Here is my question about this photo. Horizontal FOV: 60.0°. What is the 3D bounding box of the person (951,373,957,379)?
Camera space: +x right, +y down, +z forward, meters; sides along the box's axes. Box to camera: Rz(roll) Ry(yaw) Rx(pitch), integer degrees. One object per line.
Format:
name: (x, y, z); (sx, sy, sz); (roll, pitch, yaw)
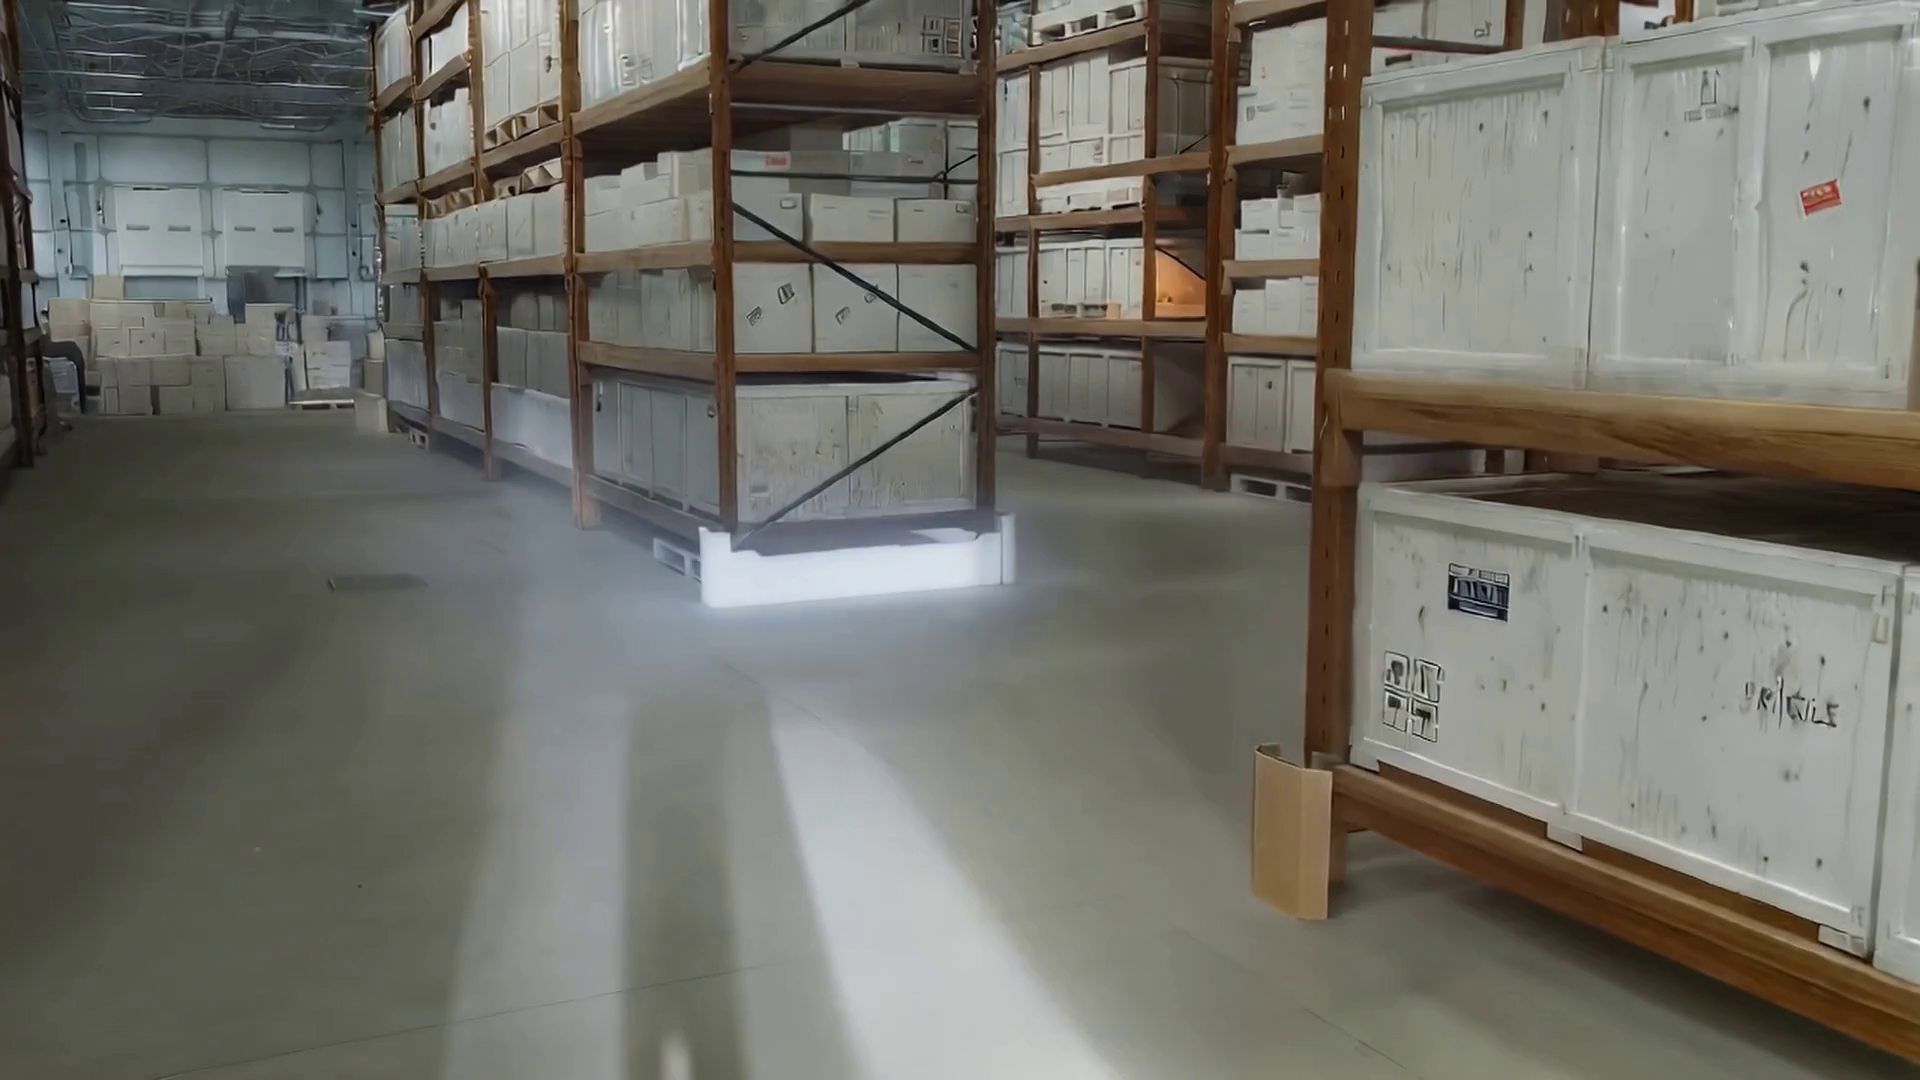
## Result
person: (-0.348, -2.007, 21.519); (0.649, 1.847, 1.054); (-2, 9, -15)

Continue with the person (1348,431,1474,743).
person: (1.805, 0.149, 6.569); (0.993, 1.849, 0.667); (-6, 10, -34)

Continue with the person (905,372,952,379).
person: (-0.287, -1.069, 15.541); (0.529, 1.692, 0.320); (5, 10, 32)

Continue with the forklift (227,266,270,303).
forklift: (-17.722, -5.442, 41.613); (1.129, 2.768, 1.873); (-6, 10, -35)

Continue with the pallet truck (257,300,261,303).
pallet truck: (-23.913, -7.404, 58.171); (1.885, 1.965, 0.823); (-1, 8, -9)

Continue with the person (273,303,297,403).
person: (-13.161, -3.638, 32.396); (0.547, 1.942, 0.351); (6, 10, 36)
